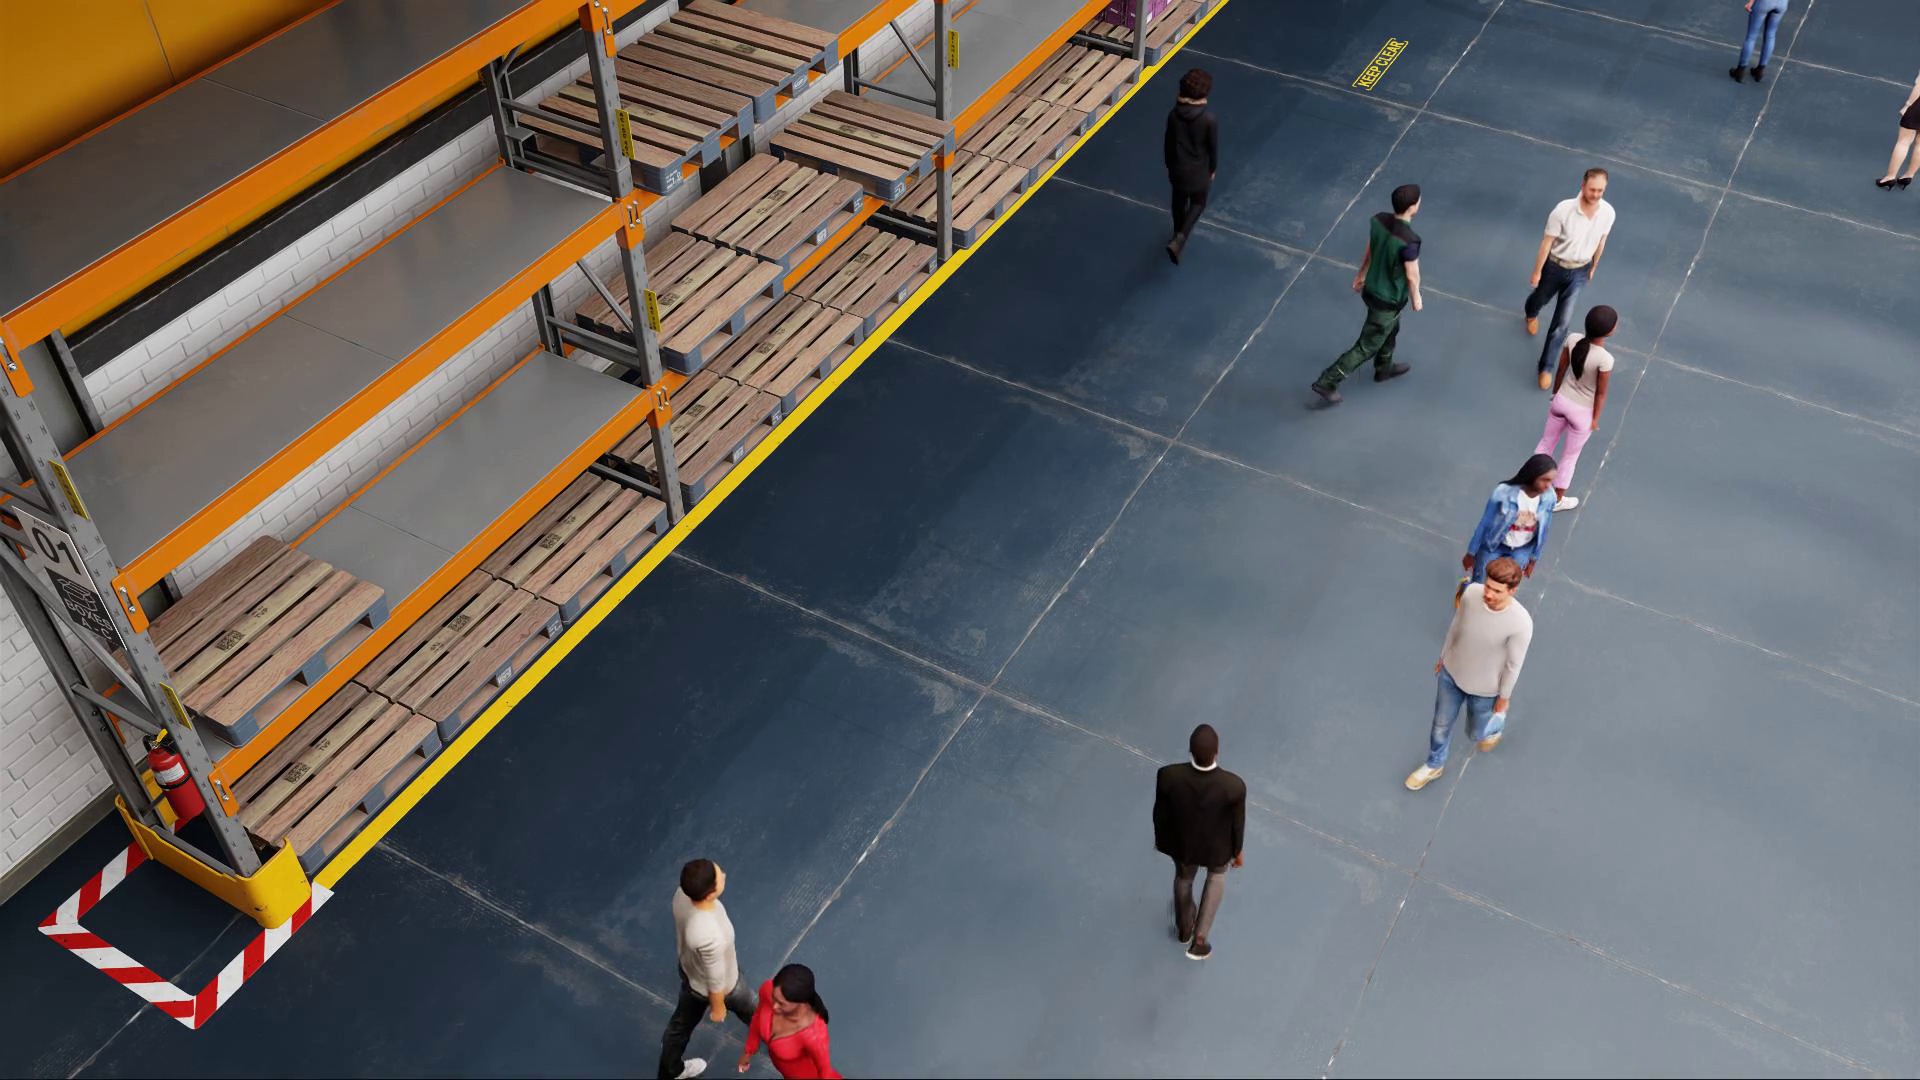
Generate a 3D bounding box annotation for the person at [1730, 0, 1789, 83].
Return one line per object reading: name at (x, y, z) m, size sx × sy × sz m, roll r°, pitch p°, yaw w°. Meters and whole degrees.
person at (8.208, -5.431, 16.828) m, size 0.676 × 1.630 × 0.708 m, roll -5°, pitch 44°, yaw -5°

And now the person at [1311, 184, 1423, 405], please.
person at (3.213, -1.876, 12.924) m, size 1.282 × 1.866 × 1.179 m, roll -12°, pitch 45°, yaw -12°

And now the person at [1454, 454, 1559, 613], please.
person at (3.587, 0.030, 11.047) m, size 0.826 × 1.696 × 0.906 m, roll 2°, pitch 44°, yaw 2°

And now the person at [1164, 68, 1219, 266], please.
person at (1.974, -3.195, 14.383) m, size 0.639 × 1.764 × 0.971 m, roll 19°, pitch 47°, yaw 19°

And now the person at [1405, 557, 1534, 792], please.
person at (3.173, 0.791, 10.111) m, size 1.077 × 1.885 × 0.868 m, roll -30°, pitch 51°, yaw -27°

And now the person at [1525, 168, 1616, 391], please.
person at (4.820, -2.214, 13.314) m, size 0.962 × 1.819 × 1.314 m, roll 8°, pitch 44°, yaw 8°

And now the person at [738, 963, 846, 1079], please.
person at (-0.752, 2.594, 8.317) m, size 1.116 × 1.749 × 0.866 m, roll -30°, pitch 51°, yaw -27°

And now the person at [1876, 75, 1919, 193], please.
person at (8.876, -3.971, 15.278) m, size 0.634 × 1.652 × 0.664 m, roll -2°, pitch 44°, yaw -3°

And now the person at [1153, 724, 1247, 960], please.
person at (1.294, 1.739, 9.188) m, size 0.791 × 1.785 × 0.837 m, roll 15°, pitch 46°, yaw 15°

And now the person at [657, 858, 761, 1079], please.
person at (-1.387, 2.290, 8.626) m, size 1.280 × 1.764 × 1.051 m, roll -23°, pitch 48°, yaw -22°

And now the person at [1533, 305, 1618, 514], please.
person at (4.443, -0.957, 12.049) m, size 0.667 × 1.743 × 0.658 m, roll -22°, pitch 48°, yaw -22°
